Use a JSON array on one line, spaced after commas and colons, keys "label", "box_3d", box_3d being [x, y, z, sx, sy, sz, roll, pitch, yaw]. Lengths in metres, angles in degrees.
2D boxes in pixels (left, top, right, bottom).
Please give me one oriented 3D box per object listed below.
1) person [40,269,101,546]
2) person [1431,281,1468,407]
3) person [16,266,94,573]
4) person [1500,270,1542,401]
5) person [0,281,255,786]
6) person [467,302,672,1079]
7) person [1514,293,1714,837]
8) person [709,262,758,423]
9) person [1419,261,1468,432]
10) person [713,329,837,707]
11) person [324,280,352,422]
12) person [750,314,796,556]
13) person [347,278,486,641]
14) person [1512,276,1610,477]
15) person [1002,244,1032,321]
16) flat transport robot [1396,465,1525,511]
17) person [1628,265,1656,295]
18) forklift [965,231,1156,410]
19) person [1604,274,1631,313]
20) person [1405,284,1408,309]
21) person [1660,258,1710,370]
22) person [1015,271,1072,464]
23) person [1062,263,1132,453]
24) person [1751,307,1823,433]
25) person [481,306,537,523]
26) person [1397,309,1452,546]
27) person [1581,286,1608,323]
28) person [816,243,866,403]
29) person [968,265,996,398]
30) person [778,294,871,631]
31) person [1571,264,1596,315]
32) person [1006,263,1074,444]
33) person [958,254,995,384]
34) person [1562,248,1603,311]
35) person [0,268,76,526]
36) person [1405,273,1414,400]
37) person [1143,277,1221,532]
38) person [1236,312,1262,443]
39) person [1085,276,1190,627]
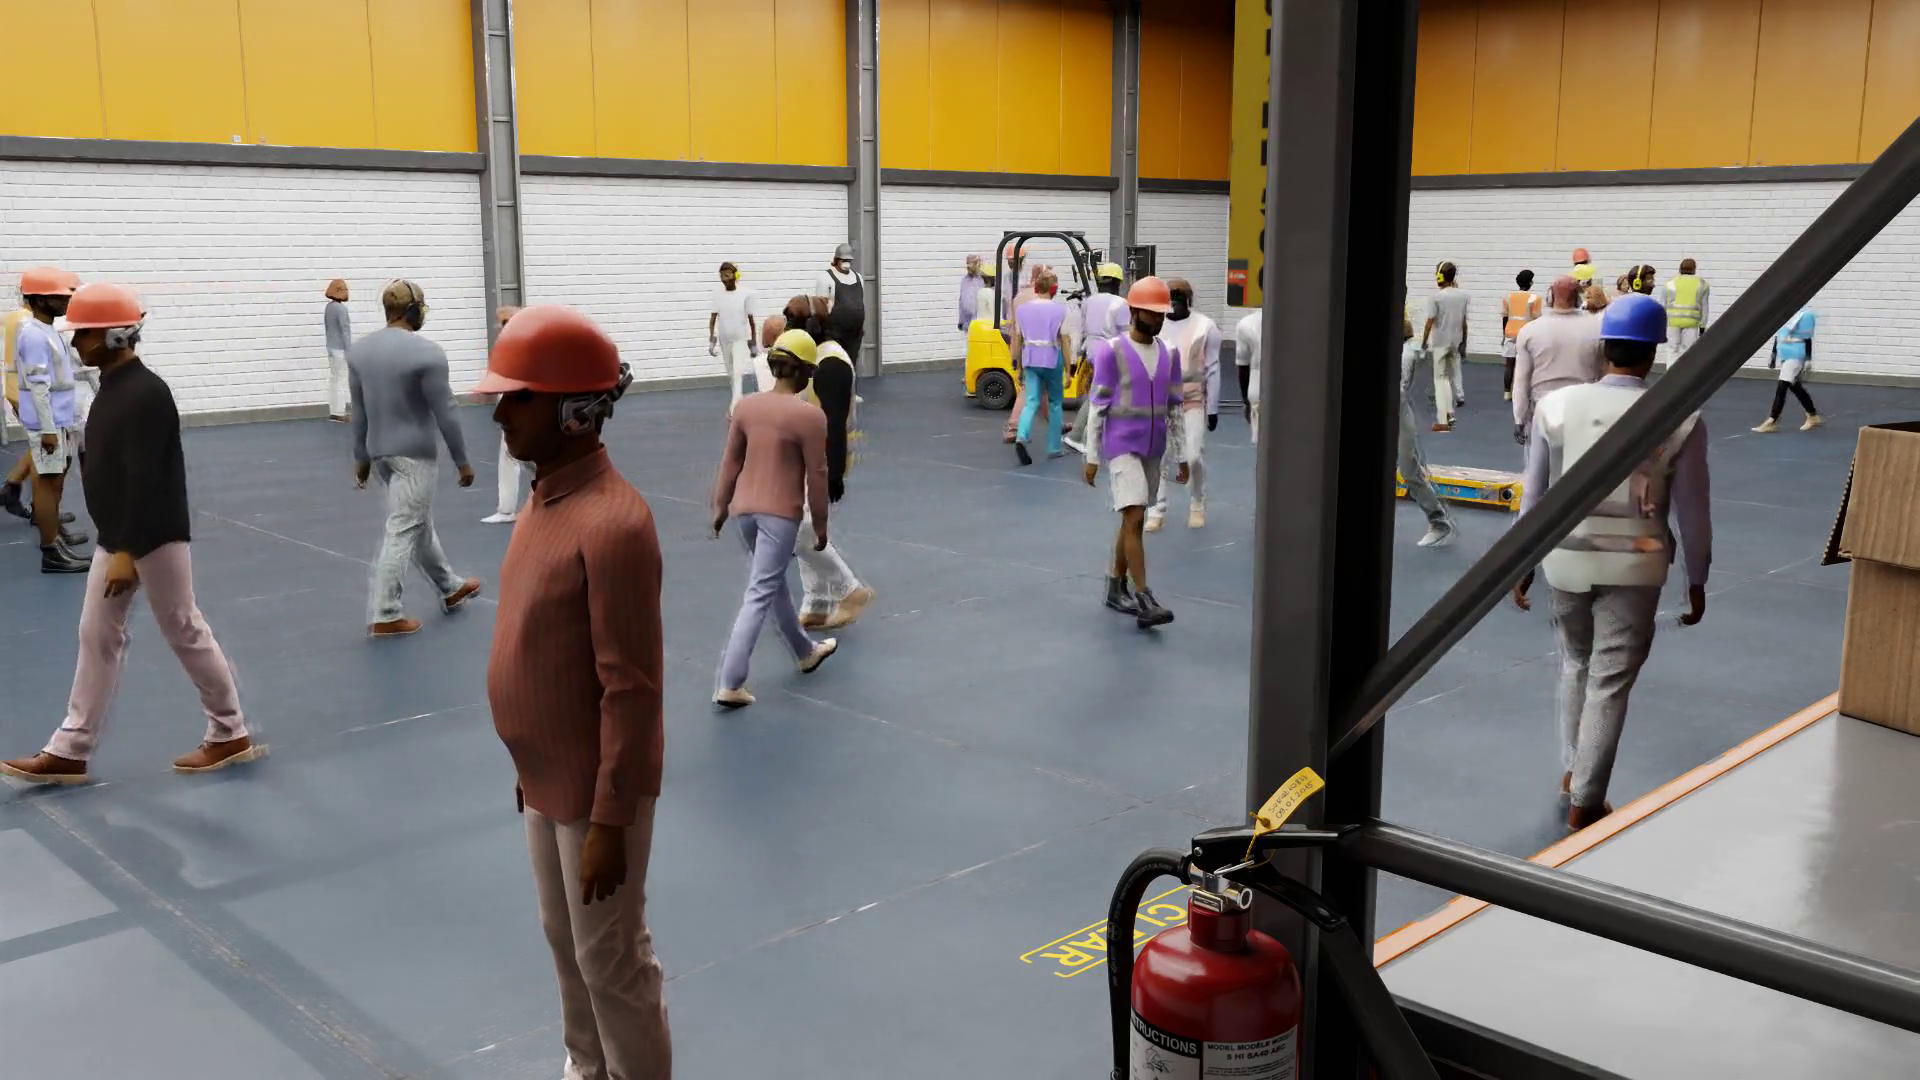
[{"label": "person", "box_3d": [-6.064, -0.918, 11.540, 0.594, 1.891, 0.862, 8, 13, 39]}, {"label": "person", "box_3d": [6.128, -2.468, 20.884, 0.488, 1.581, 0.850, 1, 10, 3]}, {"label": "person", "box_3d": [-5.757, -0.761, 10.574, 0.377, 1.938, 0.547, -4, 11, -21]}, {"label": "person", "box_3d": [7.184, -2.609, 21.318, 0.571, 1.691, 0.324, 10, 14, 43]}, {"label": "person", "box_3d": [-3.237, -0.003, 6.429, 0.622, 1.979, 0.776, 10, 14, 42]}, {"label": "person", "box_3d": [-0.815, 0.501, 3.536, 0.376, 1.996, 0.612, -6, 12, -30]}, {"label": "person", "box_3d": [2.376, 0.087, 5.972, 0.652, 1.923, 0.697, 9, 14, 42]}, {"label": "person", "box_3d": [-2.603, -2.219, 18.850, 0.495, 1.811, 0.935, 2, 11, 13]}, {"label": "person", "box_3d": [5.257, -2.099, 18.110, 0.553, 1.851, 0.441, -4, 11, -22]}, {"label": "person", "box_3d": [-0.857, -0.111, 7.689, 0.559, 1.703, 0.966, 7, 13, 35]}, {"label": "person", "box_3d": [-7.116, -2.162, 19.086, 0.316, 1.623, 0.516, -10, 14, -43]}, {"label": "person", "box_3d": [-1.196, -0.660, 10.861, 0.587, 1.621, 0.528, -10, 15, -44]}, {"label": "person", "box_3d": [-2.904, -0.455, 9.018, 0.646, 1.890, 1.003, 6, 12, 30]}, {"label": "person", "box_3d": [4.101, -0.857, 11.333, 0.659, 1.850, 1.017, 3, 11, 16]}, {"label": "person", "box_3d": [0.877, -3.121, 23.272, 0.768, 2.017, 0.611, -9, 14, -40]}, {"label": "flat transport robot", "box_3d": [4.113, -0.433, 13.337, 0.652, 0.197, 1.431, -10, 14, -44]}, {"label": "person", "box_3d": [6.106, -1.557, 15.115, 0.310, 1.865, 0.532, 5, 12, 27]}, {"label": "forklift", "box_3d": [1.222, -2.721, 20.561, 2.313, 2.155, 1.214, 2, 11, 13]}, {"label": "person", "box_3d": [8.799, -2.738, 22.217, 0.519, 1.624, 0.456, -2, 11, -13]}, {"label": "person", "box_3d": [5.272, -2.612, 20.734, 0.393, 1.916, 0.591, -10, 14, -44]}, {"label": "person", "box_3d": [10.021, -2.993, 23.080, 0.641, 1.826, 0.503, 3, 11, 18]}, {"label": "person", "box_3d": [0.761, -1.621, 15.663, 0.572, 1.803, 0.882, 4, 11, 22]}, {"label": "person", "box_3d": [1.392, -1.796, 16.462, 0.999, 1.867, 0.605, -8, 13, -38]}, {"label": "person", "box_3d": [9.031, -1.978, 17.980, 0.867, 1.658, 0.541, -1, 10, -5]}, {"label": "person", "box_3d": [-3.208, -0.929, 12.360, 0.691, 1.618, 0.527, -2, 11, -9]}, {"label": "person", "box_3d": [2.985, -0.787, 11.360, 0.883, 1.704, 0.495, -2, 11, -10]}, {"label": "person", "box_3d": [6.392, -1.780, 17.003, 0.675, 1.610, 0.499, 1, 10, 6]}, {"label": "person", "box_3d": [-1.453, -2.737, 21.068, 0.687, 2.000, 0.534, -8, 13, -38]}, {"label": "person", "box_3d": [0.431, -2.739, 21.875, 0.790, 1.733, 0.543, -5, 12, -27]}, {"label": "person", "box_3d": [-0.782, -0.390, 8.855, 0.444, 1.824, 0.647, -4, 11, -20]}, {"label": "person", "box_3d": [7.092, -2.285, 19.272, 0.891, 1.783, 0.619, 4, 11, 19]}, {"label": "person", "box_3d": [0.850, -1.922, 17.180, 0.995, 1.850, 0.641, -5, 12, -27]}, {"label": "person", "box_3d": [0.274, -3.223, 24.200, 0.852, 1.876, 0.667, -9, 14, -41]}, {"label": "person", "box_3d": [9.173, -3.334, 24.596, 0.649, 1.927, 1.043, 3, 11, 16]}, {"label": "person", "box_3d": [-6.761, -1.032, 12.161, 0.518, 1.901, 0.600, -9, 13, -39]}, {"label": "person", "box_3d": [5.489, -2.686, 21.466, 0.819, 1.802, 0.589, -1, 10, -7]}, {"label": "person", "box_3d": [1.549, -0.976, 12.028, 0.640, 1.842, 0.445, 4, 11, 23]}, {"label": "person", "box_3d": [2.383, -1.065, 12.350, 0.680, 1.890, 1.023, 2, 11, 11]}, {"label": "person", "box_3d": [1.044, -0.475, 9.114, 0.572, 1.897, 0.903, -6, 12, -31]}]
